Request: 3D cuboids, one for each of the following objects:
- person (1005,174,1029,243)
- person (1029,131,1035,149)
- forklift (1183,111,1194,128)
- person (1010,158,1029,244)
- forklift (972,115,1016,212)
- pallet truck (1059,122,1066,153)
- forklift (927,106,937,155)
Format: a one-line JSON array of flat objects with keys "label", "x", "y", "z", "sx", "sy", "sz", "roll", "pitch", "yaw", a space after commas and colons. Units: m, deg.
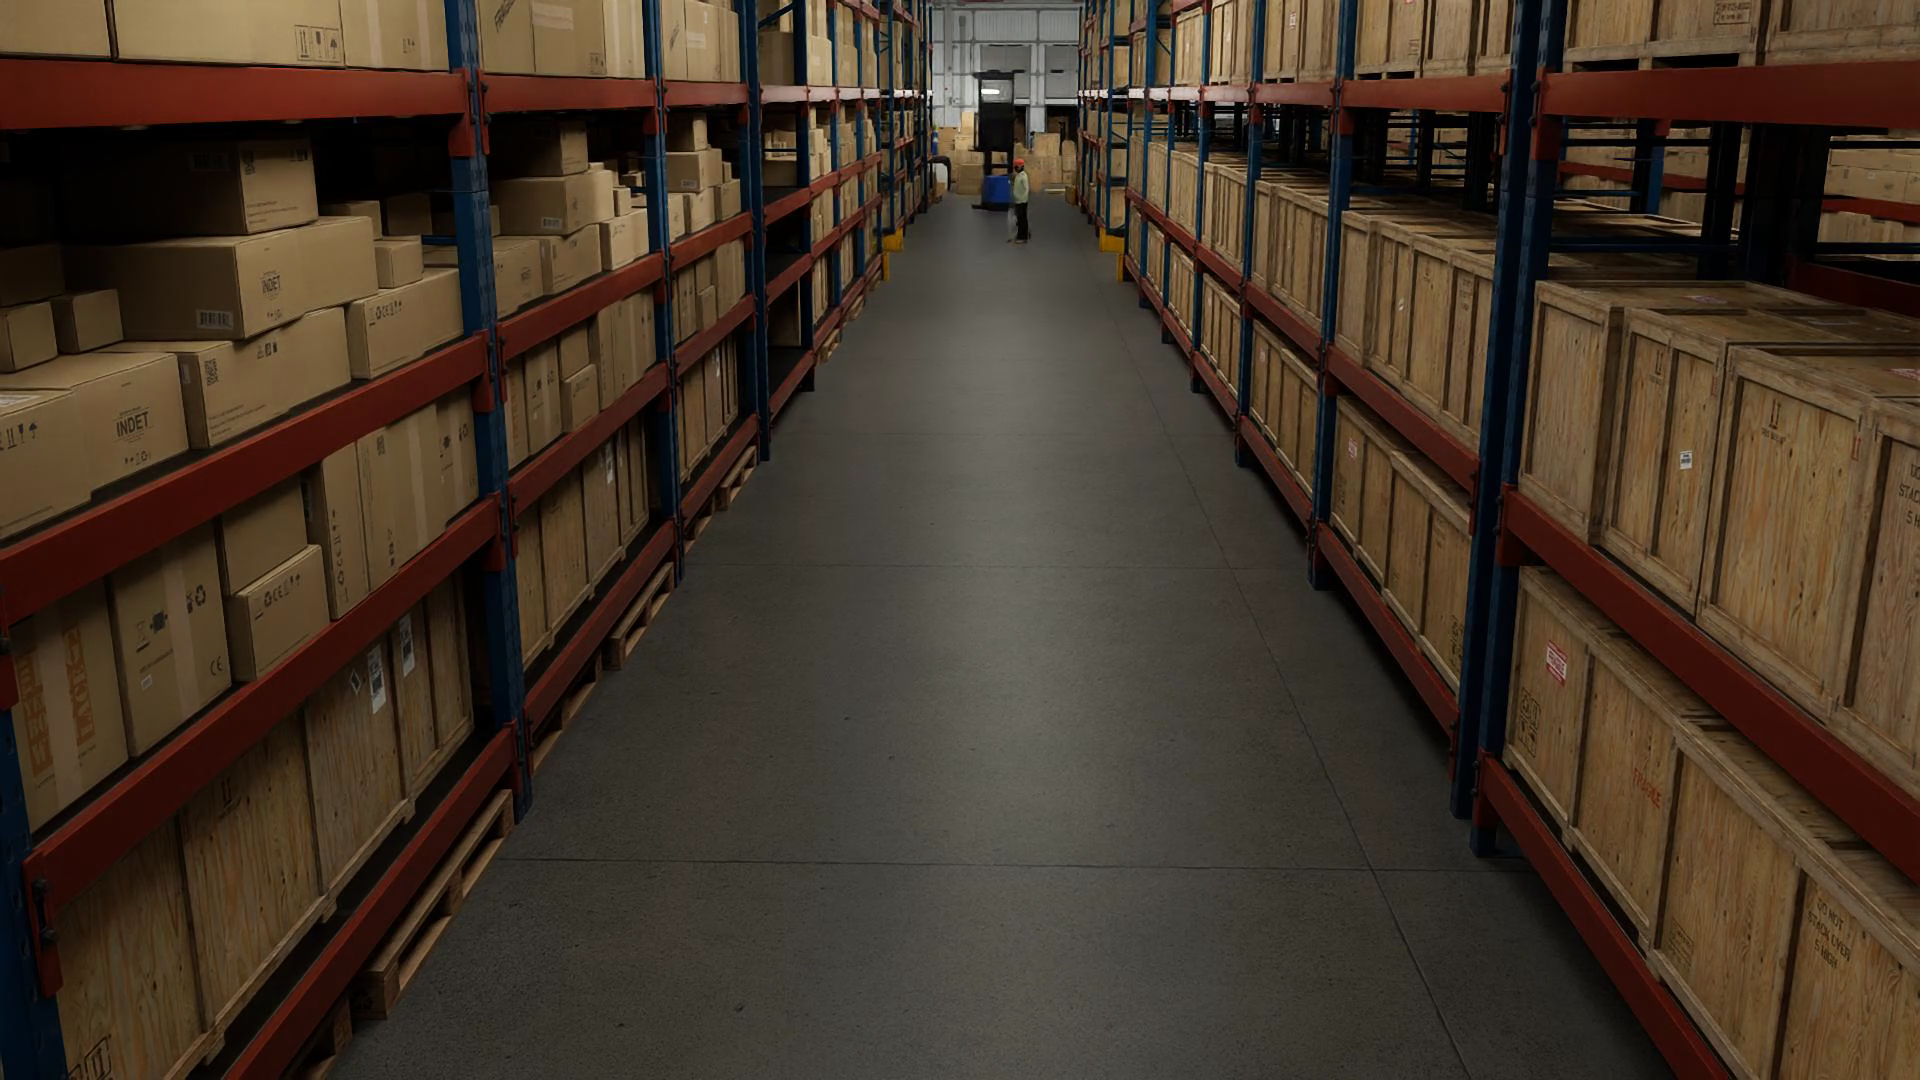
[{"label": "person", "x": 1.346, "y": -7.863, "z": 39.447, "sx": 0.496, "sy": 1.617, "sz": 0.518, "roll": -7, "pitch": 17, "yaw": -25}, {"label": "person", "x": 3.624, "y": -19.678, "z": 83.357, "sx": 0.314, "sy": 1.641, "sz": 0.515, "roll": 6, "pitch": 16, "yaw": 20}, {"label": "forklift", "x": 8.190, "y": -14.569, "z": 61.999, "sx": 1.129, "sy": 2.768, "sz": 1.873, "roll": 0, "pitch": 15, "yaw": 1}, {"label": "person", "x": 1.418, "y": -7.963, "z": 39.103, "sx": 0.392, "sy": 1.991, "sz": 0.612, "roll": -5, "pitch": 16, "yaw": -17}, {"label": "forklift", "x": 1.179, "y": -11.238, "z": 49.603, "sx": 1.129, "sy": 2.768, "sz": 1.873, "roll": -5, "pitch": 16, "yaw": -18}, {"label": "pallet truck", "x": 5.788, "y": -21.111, "z": 88.014, "sx": 1.885, "sy": 1.965, "sz": 0.823, "roll": 5, "pitch": 16, "yaw": 18}, {"label": "forklift", "x": -1.913, "y": -20.495, "z": 84.046, "sx": 1.129, "sy": 2.768, "sz": 1.873, "roll": -5, "pitch": 16, "yaw": -18}]
